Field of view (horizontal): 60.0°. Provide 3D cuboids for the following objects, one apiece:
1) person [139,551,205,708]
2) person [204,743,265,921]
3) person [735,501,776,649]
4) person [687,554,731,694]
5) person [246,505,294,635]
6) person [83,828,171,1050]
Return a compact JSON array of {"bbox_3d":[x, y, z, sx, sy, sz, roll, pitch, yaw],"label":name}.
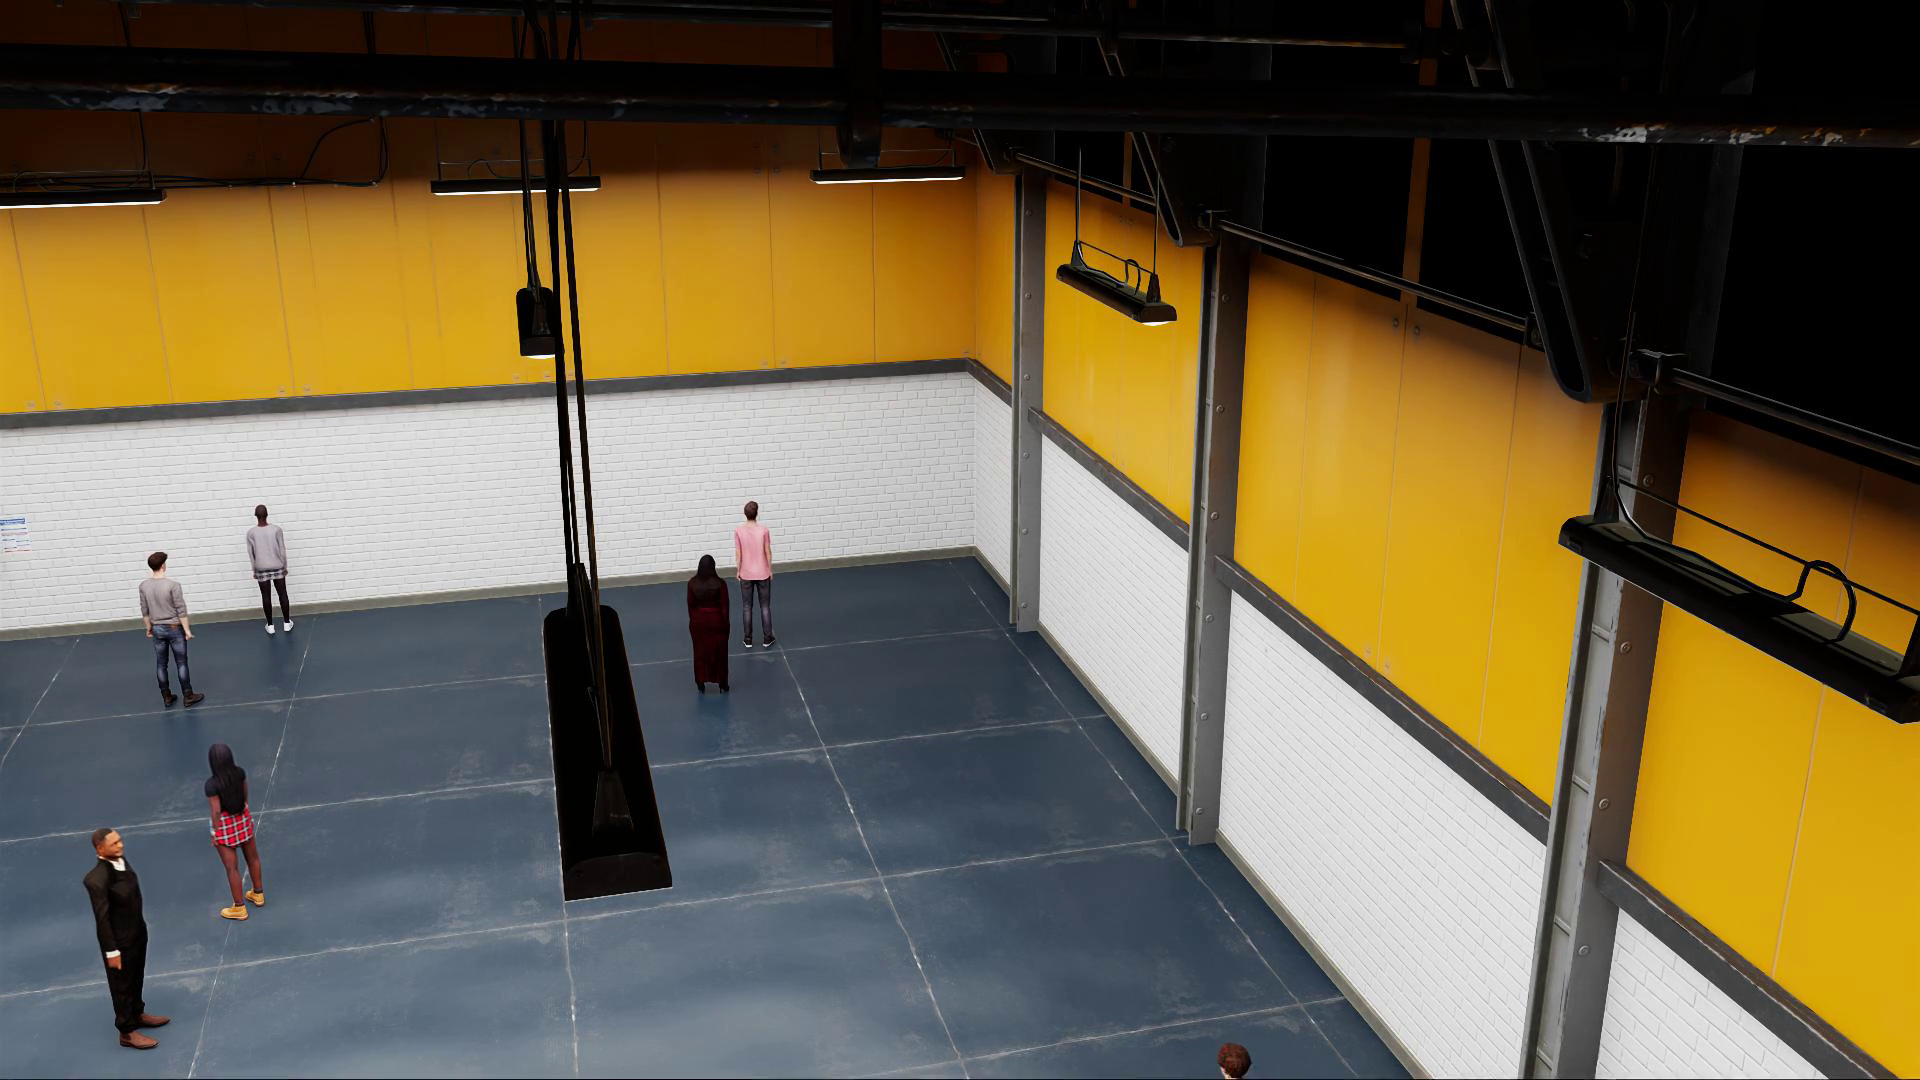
[{"bbox_3d":[-9.448,1.065,19.819,0.749,1.903,0.679,1,19,2],"label":"person"},{"bbox_3d":[-6.713,2.661,15.354,0.787,1.728,0.711,8,20,22],"label":"person"},{"bbox_3d":[-2.666,0.443,21.579,0.660,1.959,0.610,-1,19,-4],"label":"person"},{"bbox_3d":[-3.047,1.017,20.191,0.746,1.756,0.733,1,19,4],"label":"person"},{"bbox_3d":[-9.166,0.372,22.082,0.640,1.772,0.579,-8,20,-22],"label":"person"},{"bbox_3d":[-6.804,3.196,13.488,0.781,1.905,0.607,-2,19,-5],"label":"person"}]
